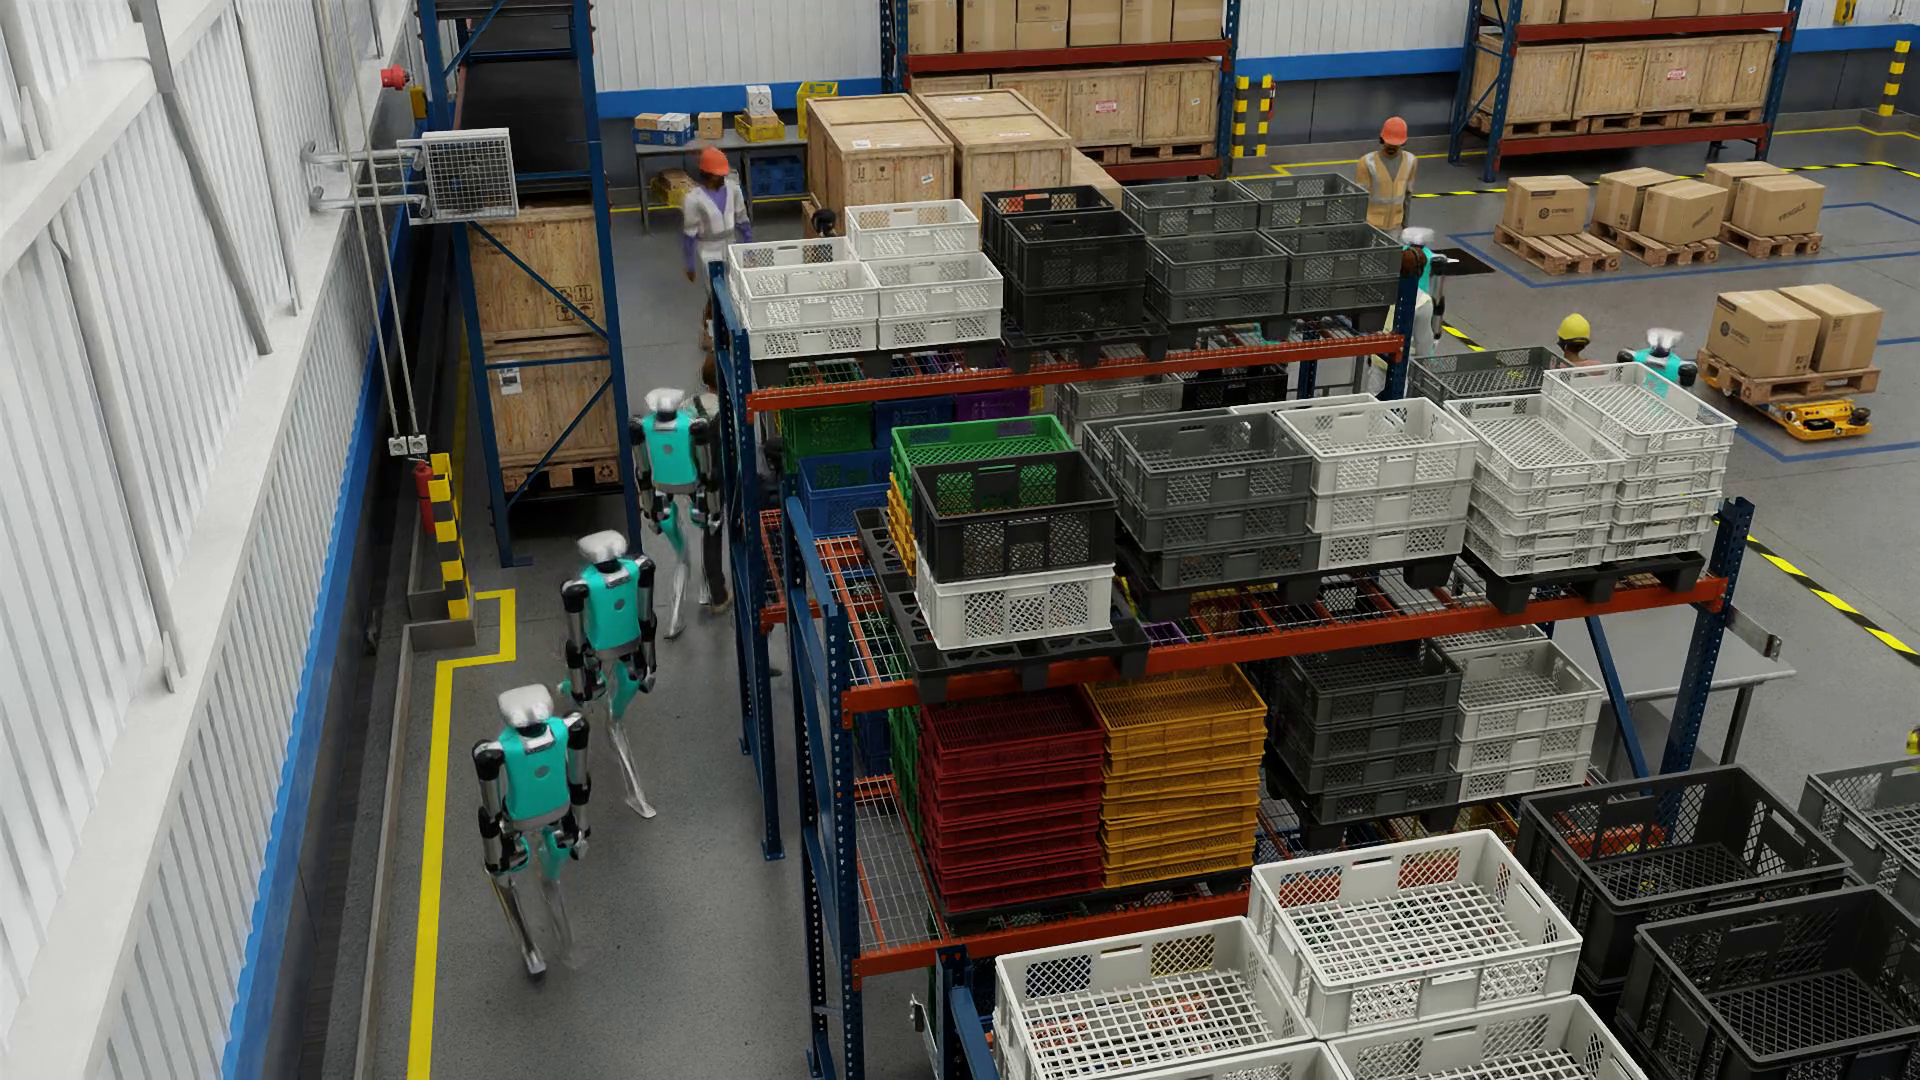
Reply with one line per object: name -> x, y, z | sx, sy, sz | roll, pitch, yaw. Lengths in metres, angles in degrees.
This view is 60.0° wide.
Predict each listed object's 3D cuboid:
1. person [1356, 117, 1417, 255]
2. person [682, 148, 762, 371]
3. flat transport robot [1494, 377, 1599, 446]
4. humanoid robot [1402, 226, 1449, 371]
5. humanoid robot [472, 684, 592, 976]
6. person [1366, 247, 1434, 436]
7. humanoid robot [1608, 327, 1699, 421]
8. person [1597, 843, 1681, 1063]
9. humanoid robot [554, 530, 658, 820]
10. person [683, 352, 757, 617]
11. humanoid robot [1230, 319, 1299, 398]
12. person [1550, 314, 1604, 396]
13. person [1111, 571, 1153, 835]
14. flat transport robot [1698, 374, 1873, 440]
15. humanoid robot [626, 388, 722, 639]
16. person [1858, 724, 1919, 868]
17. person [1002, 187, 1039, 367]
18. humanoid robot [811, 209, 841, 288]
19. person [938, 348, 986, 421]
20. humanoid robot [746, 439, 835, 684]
person -> 4.045, -3.032, 15.907 | 0.613, 2.032, 0.393 | -7, 29, -12
person -> -2.110, -2.534, 14.998 | 1.023, 1.986, 0.625 | 24, 36, 38
flat transport robot -> 4.780, -1.036, 14.013 | 0.659, 0.231, 1.431 | -6, 28, -12
humanoid robot -> 3.812, -1.827, 13.887 | 0.534, 1.730, 0.759 | 16, 32, 28
humanoid robot -> -2.066, 1.409, 7.921 | 0.535, 1.871, 0.783 | -19, 33, -31
person -> 3.427, -1.396, 13.007 | 0.429, 1.843, 0.632 | -18, 33, -31
humanoid robot -> 4.880, -0.780, 11.808 | 0.533, 1.677, 0.735 | 16, 32, 28
person -> 2.623, 1.950, 6.763 | 0.490, 1.743, 0.295 | 14, 31, 25
humanoid robot -> -2.070, 0.647, 9.278 | 0.530, 1.769, 0.995 | -21, 35, -35
person -> -1.552, -0.438, 11.215 | 0.523, 1.810, 0.857 | 5, 28, 10
humanoid robot -> 2.135, -1.209, 12.823 | 0.877, 1.828, 0.547 | -1, 28, -2
person -> 4.267, -0.761, 11.881 | 0.523, 1.769, 0.321 | -4, 28, -8
person -> 0.821, 0.961, 8.519 | 0.339, 1.864, 0.508 | -6, 28, -12
flat transport robot -> 7.138, -1.263, 14.413 | 0.652, 0.197, 1.431 | -6, 28, -12
humanoid robot -> -1.802, -0.247, 10.948 | 0.555, 1.763, 0.918 | 3, 28, 5
person -> 4.179, 1.540, 7.428 | 0.530, 1.848, 0.682 | 15, 31, 26
person -> 0.530, -2.051, 14.149 | 0.362, 1.935, 0.551 | -11, 30, -20
humanoid robot -> -1.161, -2.118, 14.573 | 0.607, 1.632, 0.608 | 3, 28, 5
person -> 0.004, -0.708, 11.622 | 0.395, 1.919, 0.588 | -5, 28, -10
humanoid robot -> -1.090, 0.132, 10.309 | 0.642, 1.639, 0.604 | -1, 28, -1
